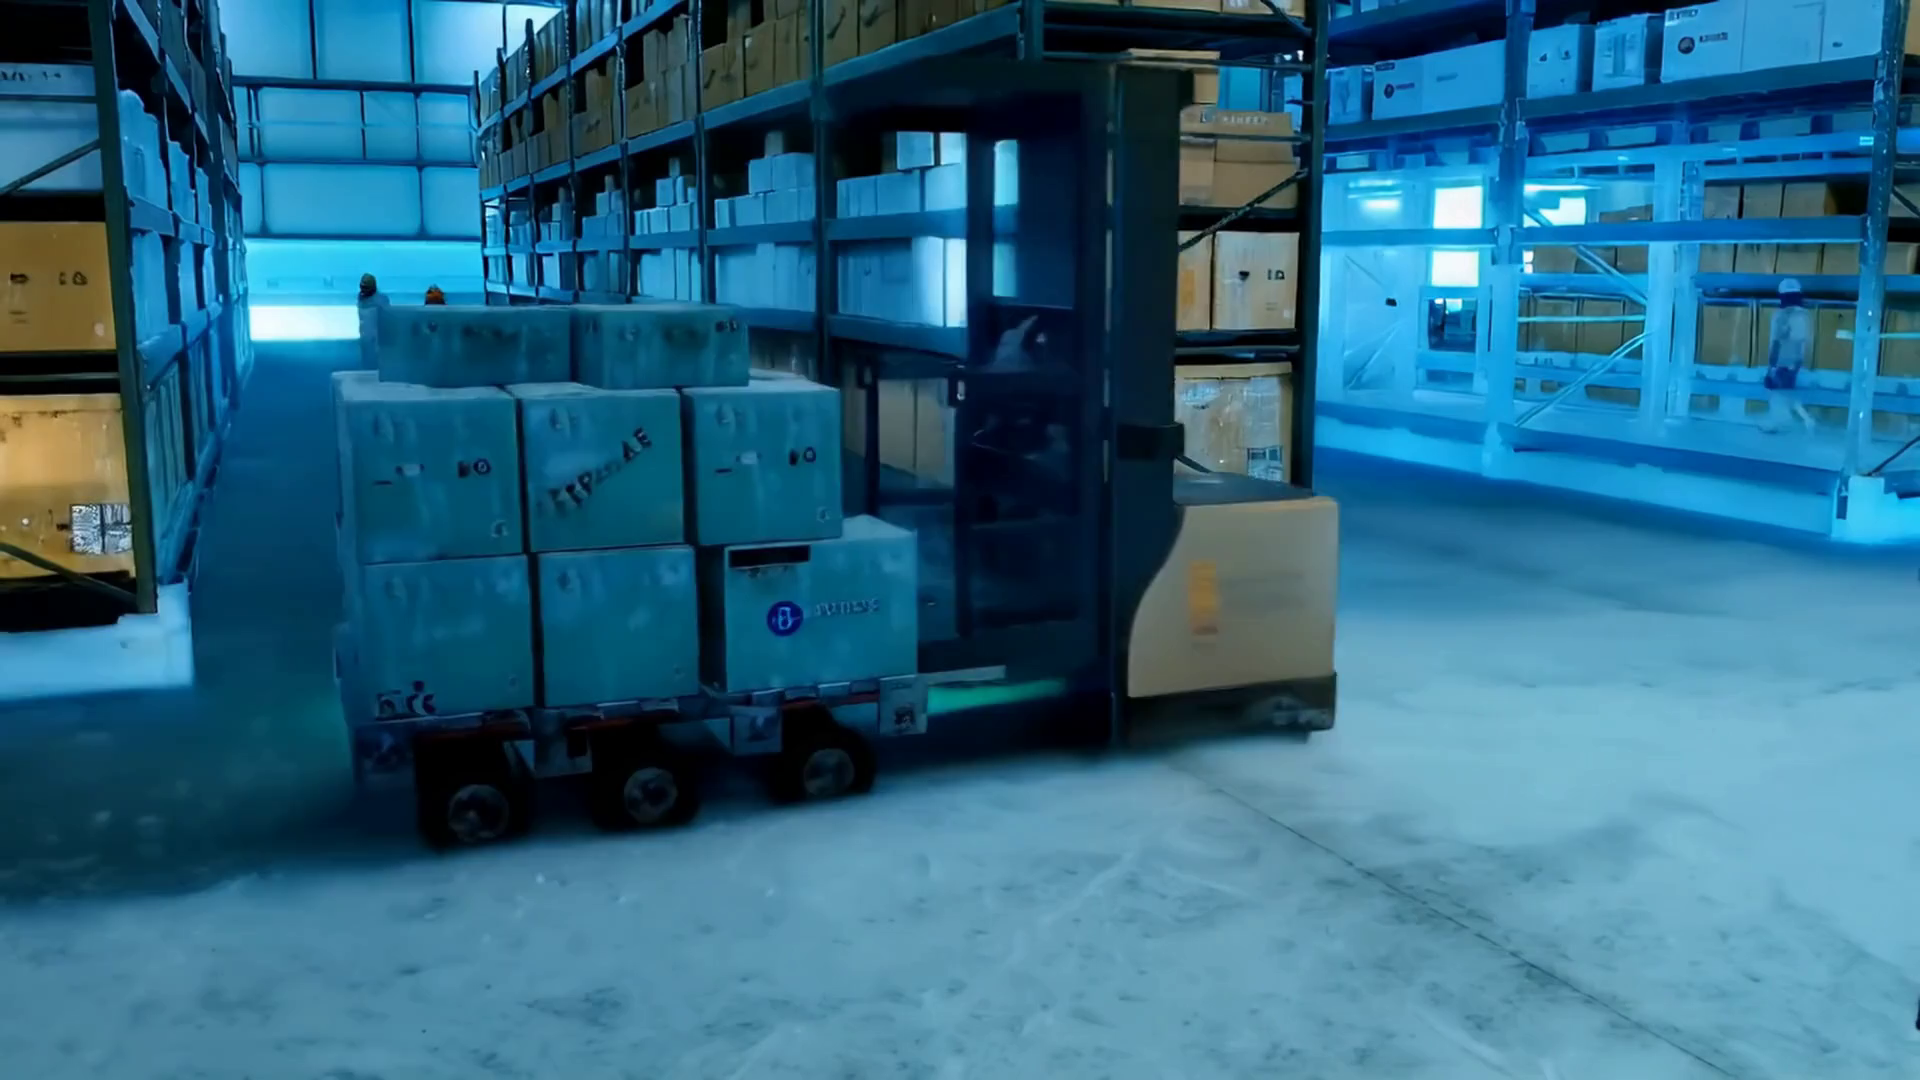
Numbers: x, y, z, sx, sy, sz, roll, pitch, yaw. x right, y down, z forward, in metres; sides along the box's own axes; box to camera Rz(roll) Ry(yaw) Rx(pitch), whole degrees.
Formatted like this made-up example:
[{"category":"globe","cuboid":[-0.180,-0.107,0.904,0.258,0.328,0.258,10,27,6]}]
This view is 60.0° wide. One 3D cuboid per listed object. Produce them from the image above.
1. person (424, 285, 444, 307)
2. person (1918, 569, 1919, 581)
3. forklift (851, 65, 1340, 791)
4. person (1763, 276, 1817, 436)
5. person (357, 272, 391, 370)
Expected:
[{"category":"person","cuboid":[-7.743,-2.894,24.601,0.487,1.744,0.297,4,10,24]},{"category":"person","cuboid":[4.338,0.076,6.999,0.543,1.684,0.590,7,12,35]},{"category":"forklift","cuboid":[0.591,-0.532,7.051,1.873,2.768,1.129,-4,10,-23]},{"category":"person","cuboid":[9.497,-2.045,19.005,0.551,1.923,0.571,-3,10,-19]},{"category":"person","cuboid":[-8.117,-2.725,23.021,0.627,1.934,0.371,7,12,35]}]
